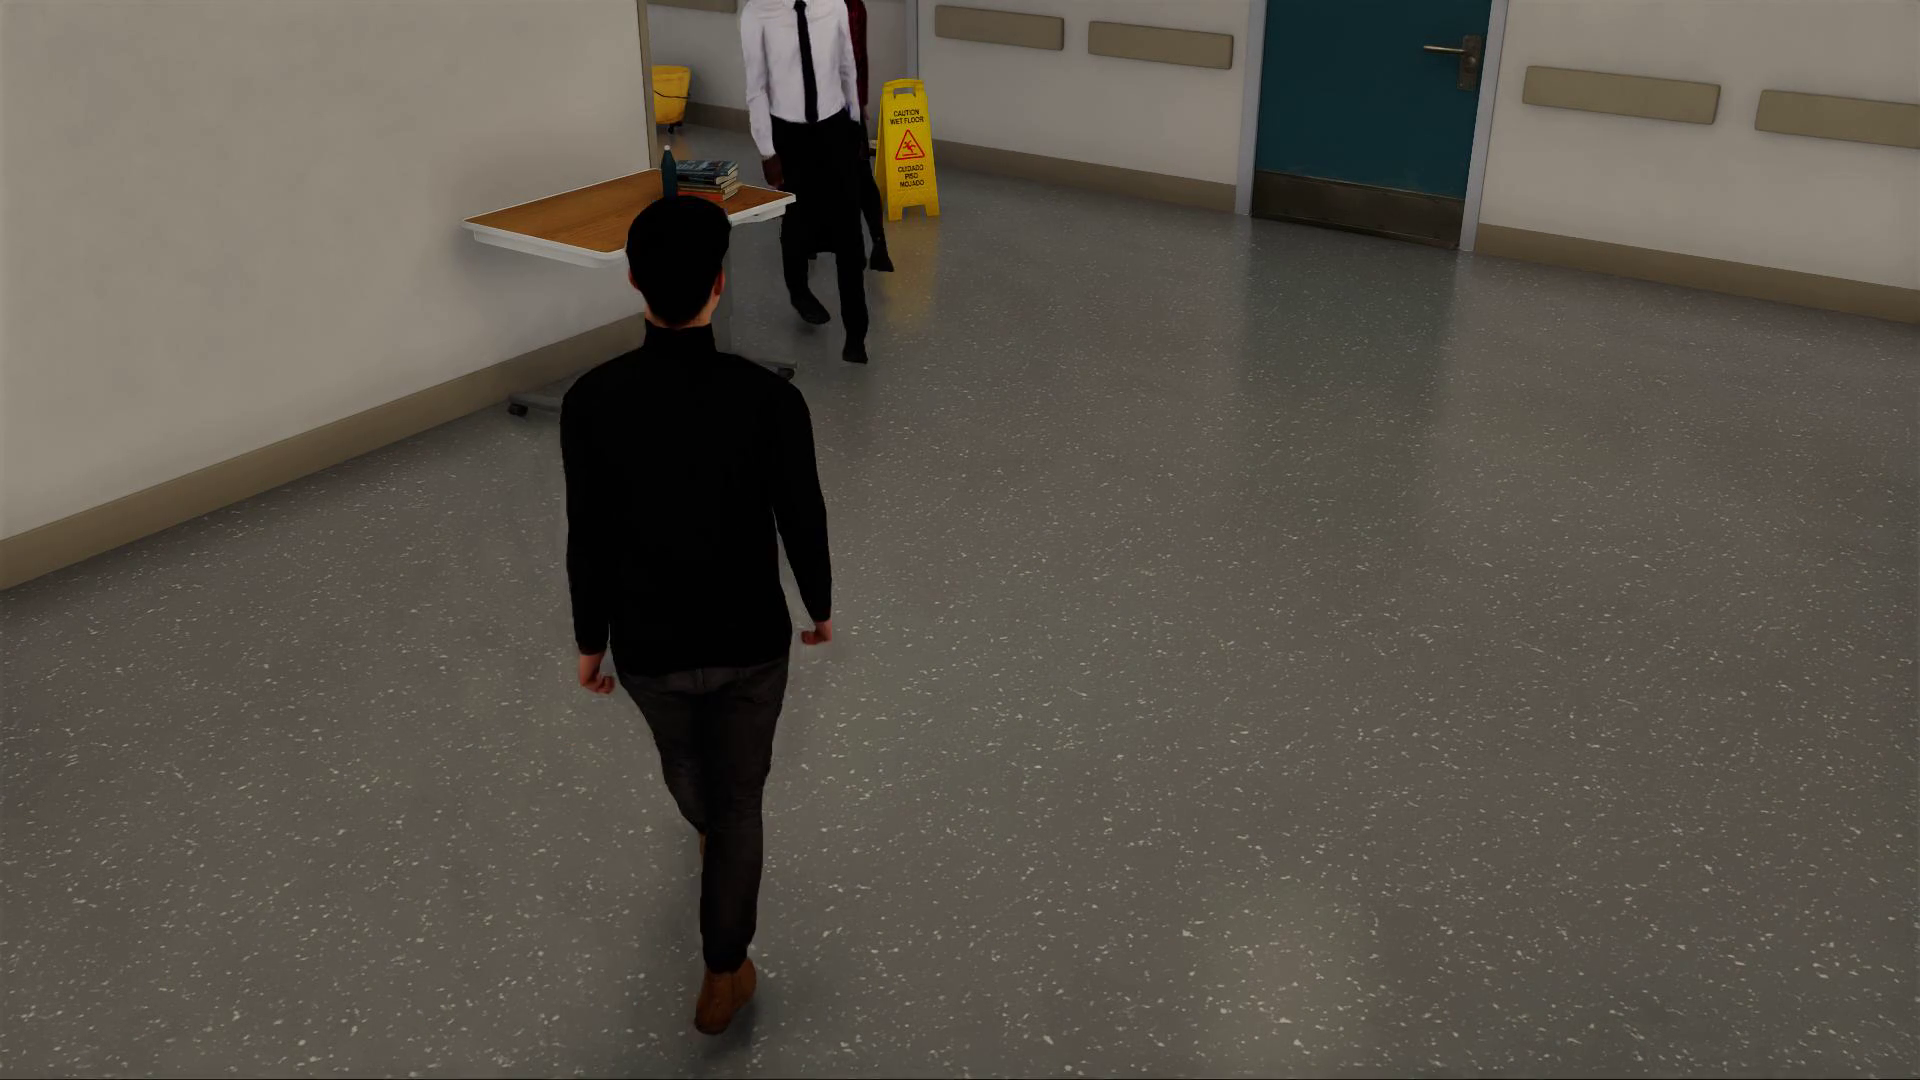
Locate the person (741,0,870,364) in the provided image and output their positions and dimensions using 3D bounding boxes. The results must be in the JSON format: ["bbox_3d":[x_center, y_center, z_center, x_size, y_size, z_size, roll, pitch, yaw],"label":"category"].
[{"bbox_3d":[-0.695,-1.690,7.190,1.164,1.769,1.330,-10,27,-19],"label":"person"}]

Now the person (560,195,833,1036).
[{"bbox_3d":[-0.530,0.206,3.355,1.130,1.684,1.094,1,26,1],"label":"person"}]

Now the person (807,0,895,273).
[{"bbox_3d":[-0.721,-2.133,8.290,0.820,1.611,1.064,-19,32,-34],"label":"person"}]
